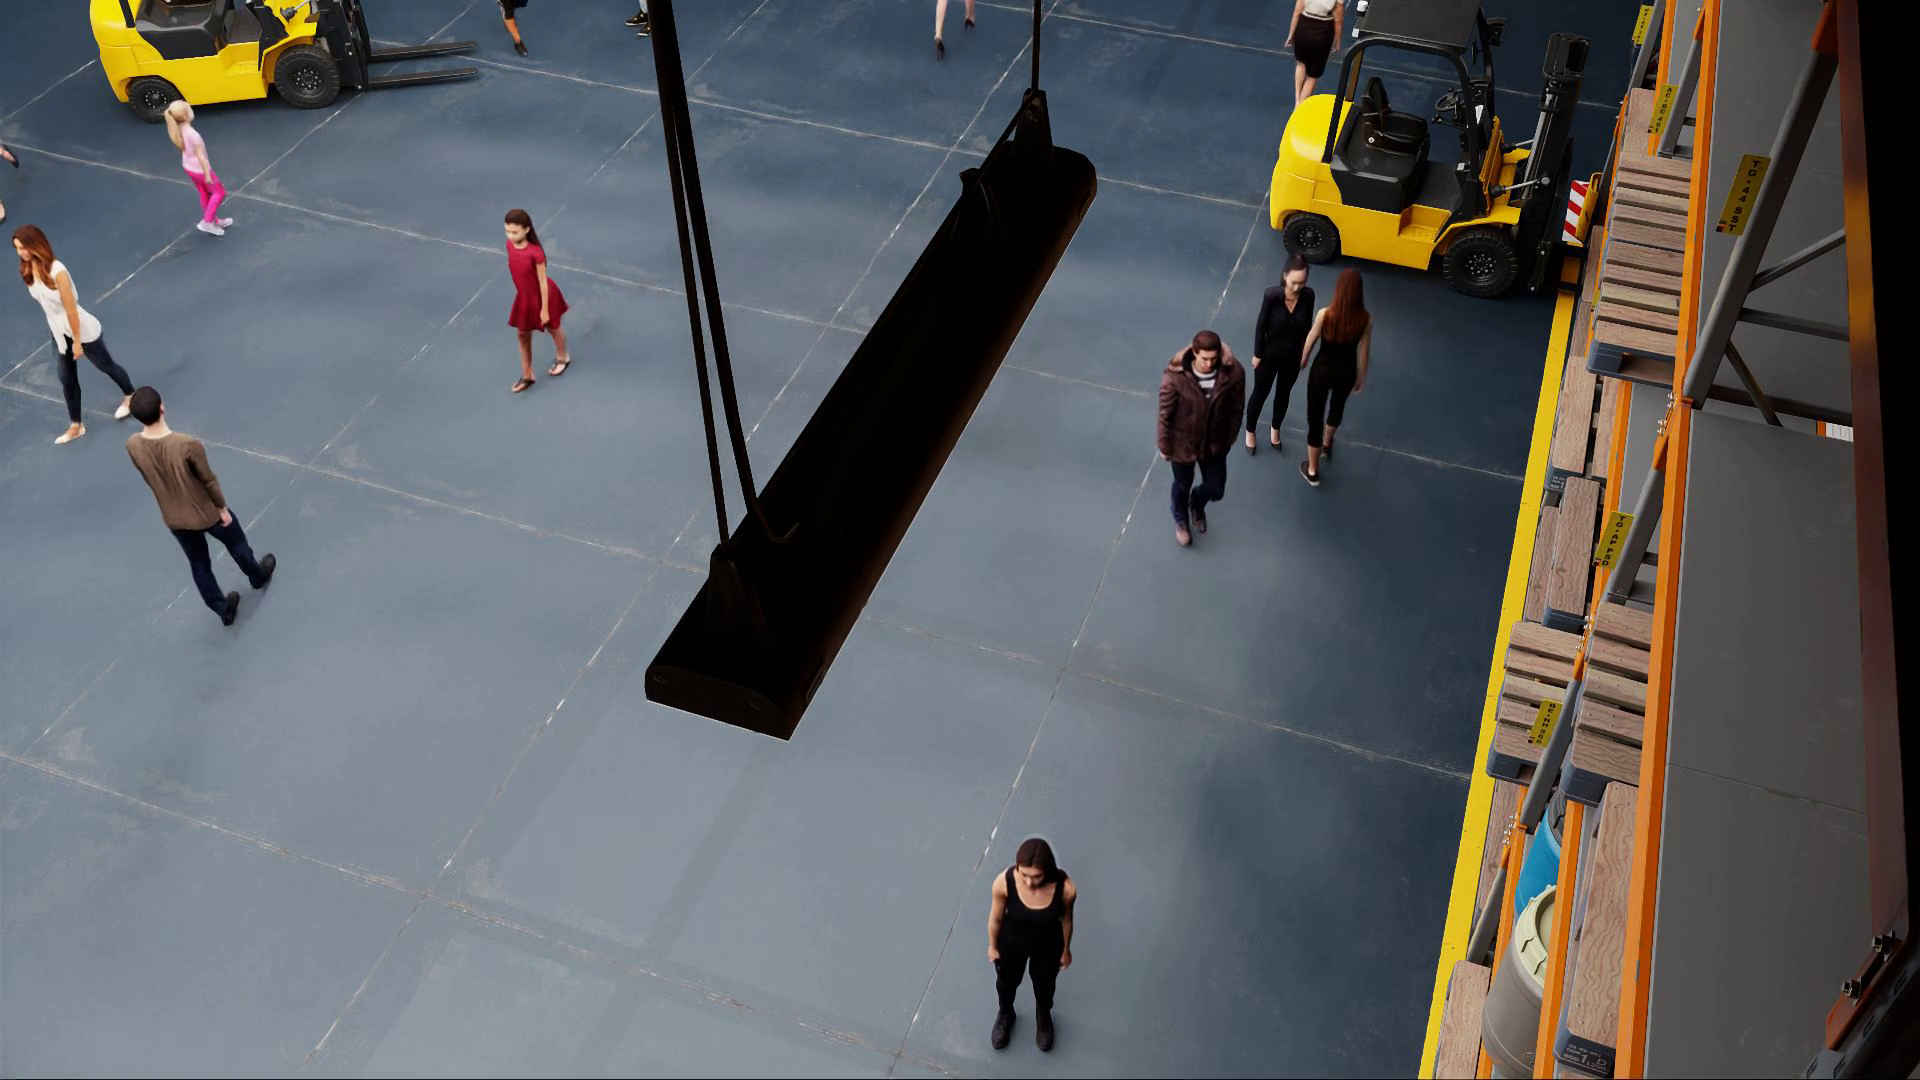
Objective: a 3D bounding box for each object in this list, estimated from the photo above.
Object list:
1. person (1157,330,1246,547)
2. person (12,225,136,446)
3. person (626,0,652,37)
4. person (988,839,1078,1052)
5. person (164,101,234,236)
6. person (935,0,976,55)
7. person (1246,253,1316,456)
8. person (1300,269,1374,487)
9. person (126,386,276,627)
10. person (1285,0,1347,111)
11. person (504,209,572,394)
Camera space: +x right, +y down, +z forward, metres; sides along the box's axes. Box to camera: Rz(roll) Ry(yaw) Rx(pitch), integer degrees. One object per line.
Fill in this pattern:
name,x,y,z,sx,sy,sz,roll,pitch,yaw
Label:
person,1.621,-0.759,11.457,0.883,1.833,0.873,-4,44,-4
person,-6.528,-1.610,12.405,0.580,1.756,0.940,13,45,14
person,-3.313,-6.124,17.100,0.737,1.816,0.721,-26,49,-25
person,0.367,2.078,8.584,0.645,1.687,0.621,3,44,3
person,-6.663,-3.206,14.438,0.570,1.262,0.643,27,50,26
person,-0.094,-5.774,16.774,0.604,1.758,1.076,15,46,15
person,2.333,-1.340,12.152,0.640,1.715,0.637,-7,44,-7
person,2.678,-1.111,11.921,0.743,1.702,0.910,-3,44,-3
person,-5.004,-0.152,10.793,0.832,1.869,0.957,0,44,0
person,3.280,-4.636,15.599,0.703,1.732,0.751,21,48,21
person,-3.248,-1.928,12.903,0.554,1.530,0.824,16,46,16
